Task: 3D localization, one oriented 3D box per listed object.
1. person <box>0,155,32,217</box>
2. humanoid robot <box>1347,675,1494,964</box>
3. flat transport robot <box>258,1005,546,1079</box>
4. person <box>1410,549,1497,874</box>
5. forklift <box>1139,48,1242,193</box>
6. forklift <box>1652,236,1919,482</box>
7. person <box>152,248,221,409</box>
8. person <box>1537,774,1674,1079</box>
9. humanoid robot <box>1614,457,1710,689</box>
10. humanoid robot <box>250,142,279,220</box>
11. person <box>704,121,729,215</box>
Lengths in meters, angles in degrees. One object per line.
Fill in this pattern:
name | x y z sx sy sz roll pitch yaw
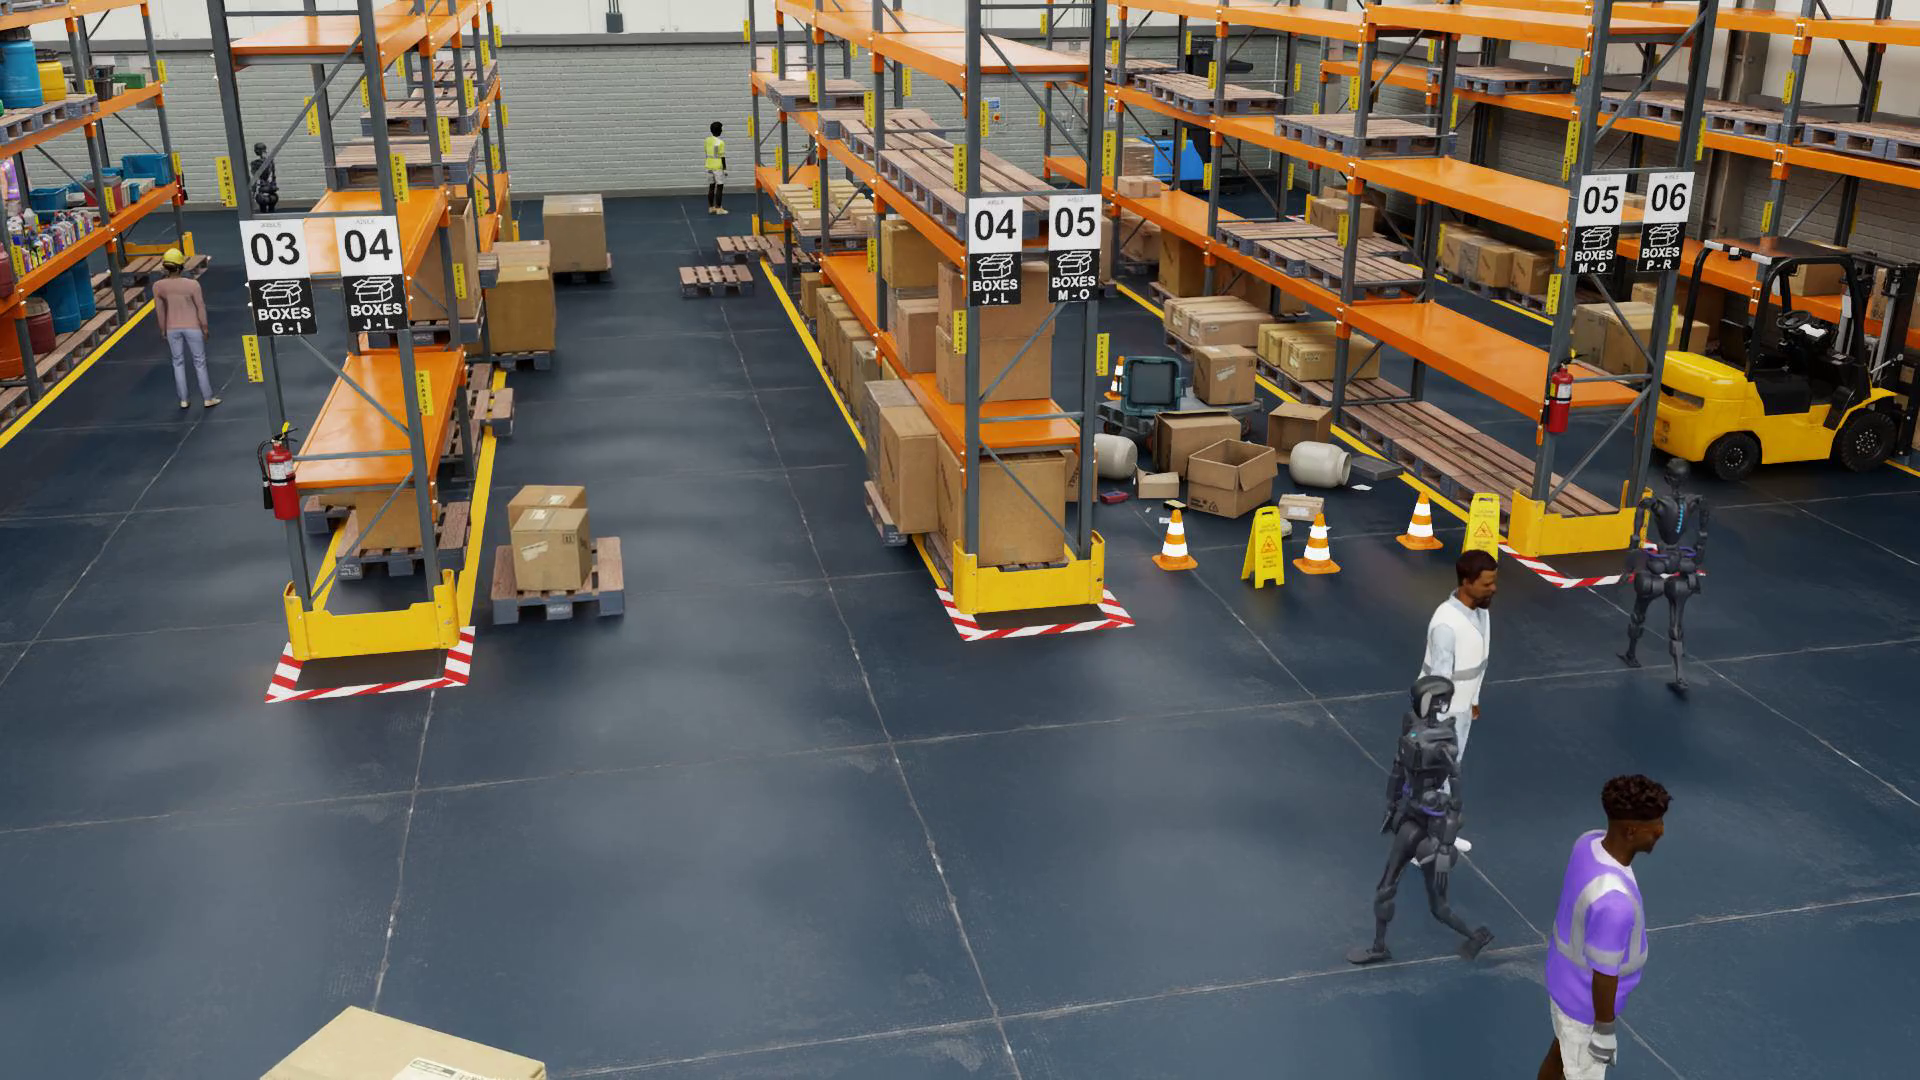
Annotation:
person | -15.369 -5.563 27.148 0.348 1.688 0.492 12 23 29
humanoid robot | 2.391 1.438 8.394 0.734 1.655 0.616 -6 21 -15
flat transport robot | -2.012 3.020 6.070 1.431 0.231 0.659 -17 26 -39
person | 2.742 0.935 9.327 0.375 1.913 0.591 13 24 32
forklift | 4.566 -8.313 32.860 1.873 2.768 1.129 -4 21 -12
forklift | 8.013 -1.814 16.330 2.313 2.155 1.214 -4 21 -12
person | -8.531 -2.320 18.297 0.523 1.769 0.323 -2 20 -5
person | 2.603 1.840 6.834 0.380 1.957 0.600 4 21 10
humanoid robot | 4.944 0.223 11.653 0.602 1.636 0.772 -1 20 -2
humanoid robot | -11.590 -5.802 27.814 0.451 1.647 0.603 7 21 18
person | -4.476 -6.824 30.539 0.539 1.686 0.320 17 27 39
